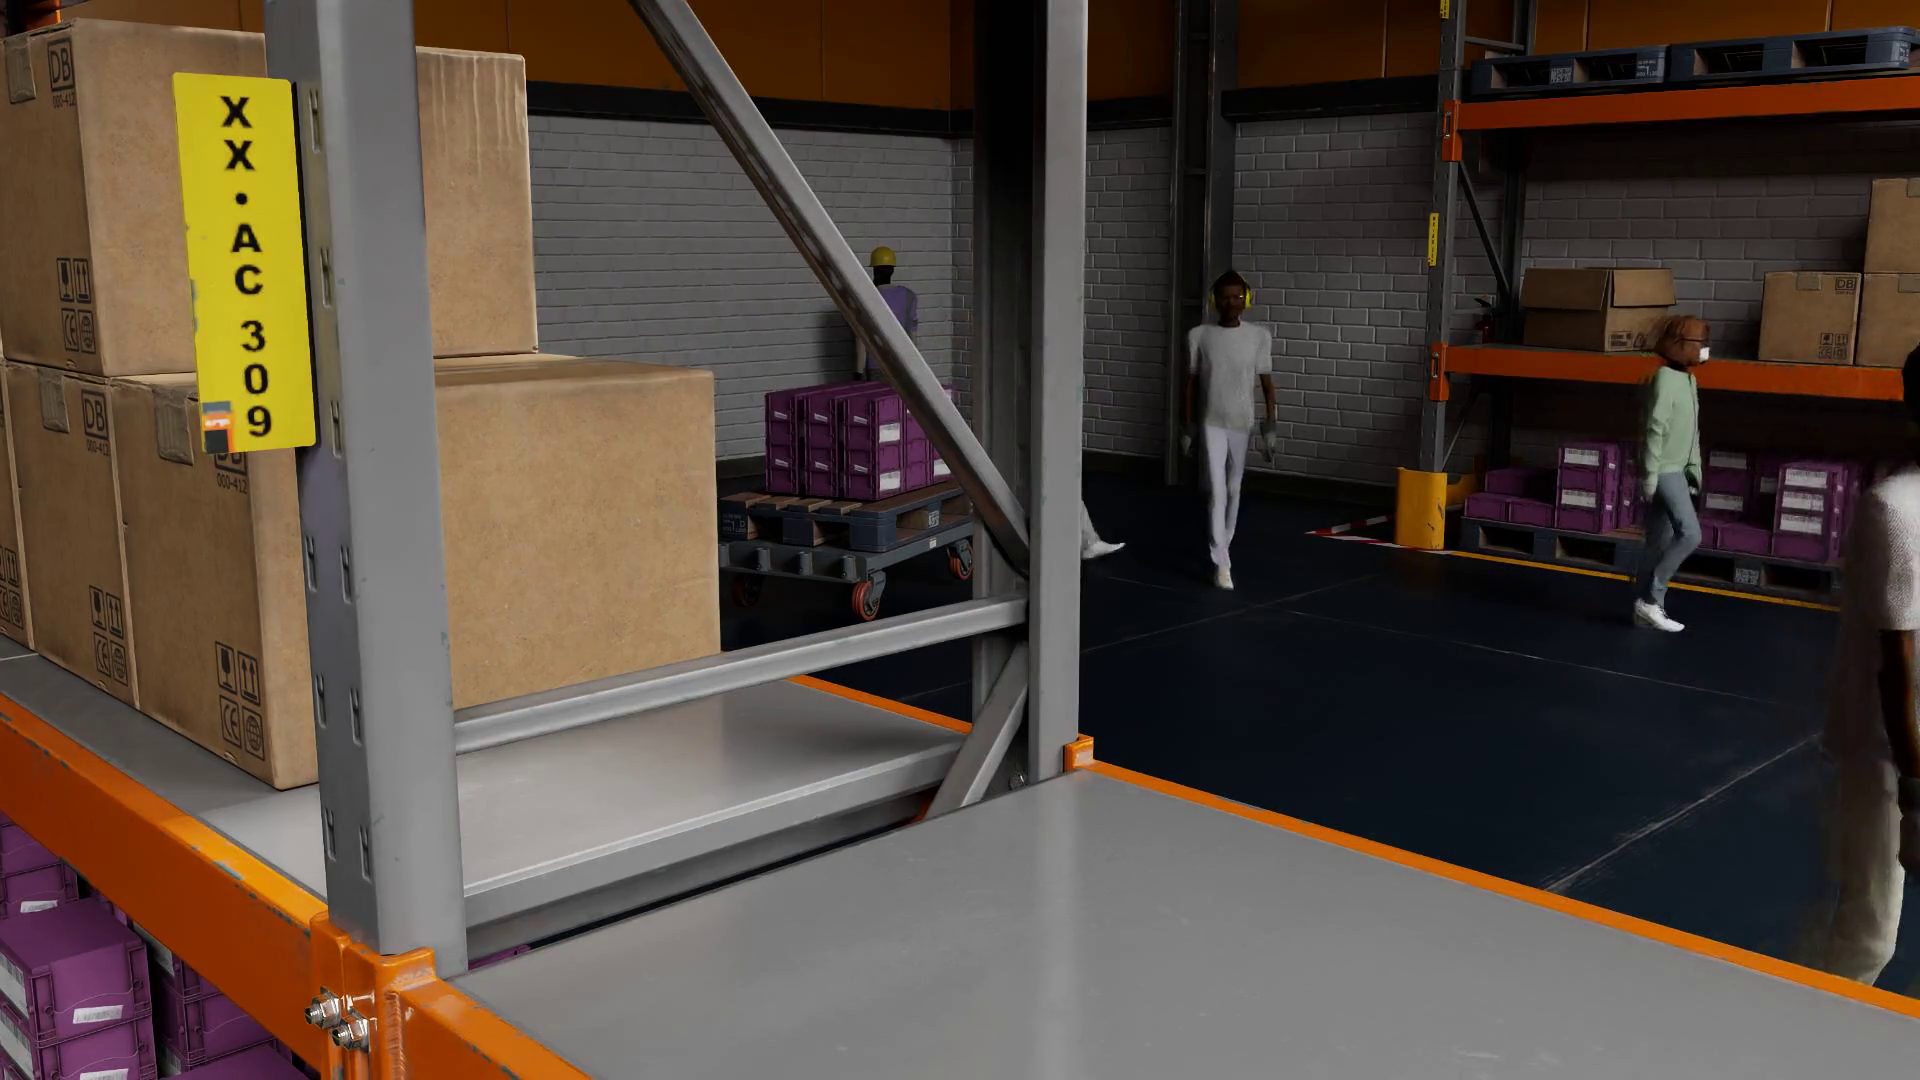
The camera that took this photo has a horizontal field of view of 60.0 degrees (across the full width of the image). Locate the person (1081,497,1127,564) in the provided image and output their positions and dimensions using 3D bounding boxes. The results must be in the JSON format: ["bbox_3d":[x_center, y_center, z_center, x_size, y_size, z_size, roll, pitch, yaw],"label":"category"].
[{"bbox_3d":[0.532,-0.761,10.125,0.962,1.876,0.602,7,13,35],"label":"person"}]

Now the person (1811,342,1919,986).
[{"bbox_3d":[1.995,0.491,3.390,0.522,1.851,0.585,-8,13,-36],"label":"person"}]

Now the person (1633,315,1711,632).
[{"bbox_3d":[3.638,-0.325,8.439,0.386,1.615,0.527,7,13,35],"label":"person"}]

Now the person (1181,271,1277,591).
[{"bbox_3d":[1.584,-0.664,9.794,0.538,1.823,0.969,0,10,1],"label":"person"}]

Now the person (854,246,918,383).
[{"bbox_3d":[-0.636,-1.502,14.047,0.585,1.927,0.366,-6,12,-30],"label":"person"}]
